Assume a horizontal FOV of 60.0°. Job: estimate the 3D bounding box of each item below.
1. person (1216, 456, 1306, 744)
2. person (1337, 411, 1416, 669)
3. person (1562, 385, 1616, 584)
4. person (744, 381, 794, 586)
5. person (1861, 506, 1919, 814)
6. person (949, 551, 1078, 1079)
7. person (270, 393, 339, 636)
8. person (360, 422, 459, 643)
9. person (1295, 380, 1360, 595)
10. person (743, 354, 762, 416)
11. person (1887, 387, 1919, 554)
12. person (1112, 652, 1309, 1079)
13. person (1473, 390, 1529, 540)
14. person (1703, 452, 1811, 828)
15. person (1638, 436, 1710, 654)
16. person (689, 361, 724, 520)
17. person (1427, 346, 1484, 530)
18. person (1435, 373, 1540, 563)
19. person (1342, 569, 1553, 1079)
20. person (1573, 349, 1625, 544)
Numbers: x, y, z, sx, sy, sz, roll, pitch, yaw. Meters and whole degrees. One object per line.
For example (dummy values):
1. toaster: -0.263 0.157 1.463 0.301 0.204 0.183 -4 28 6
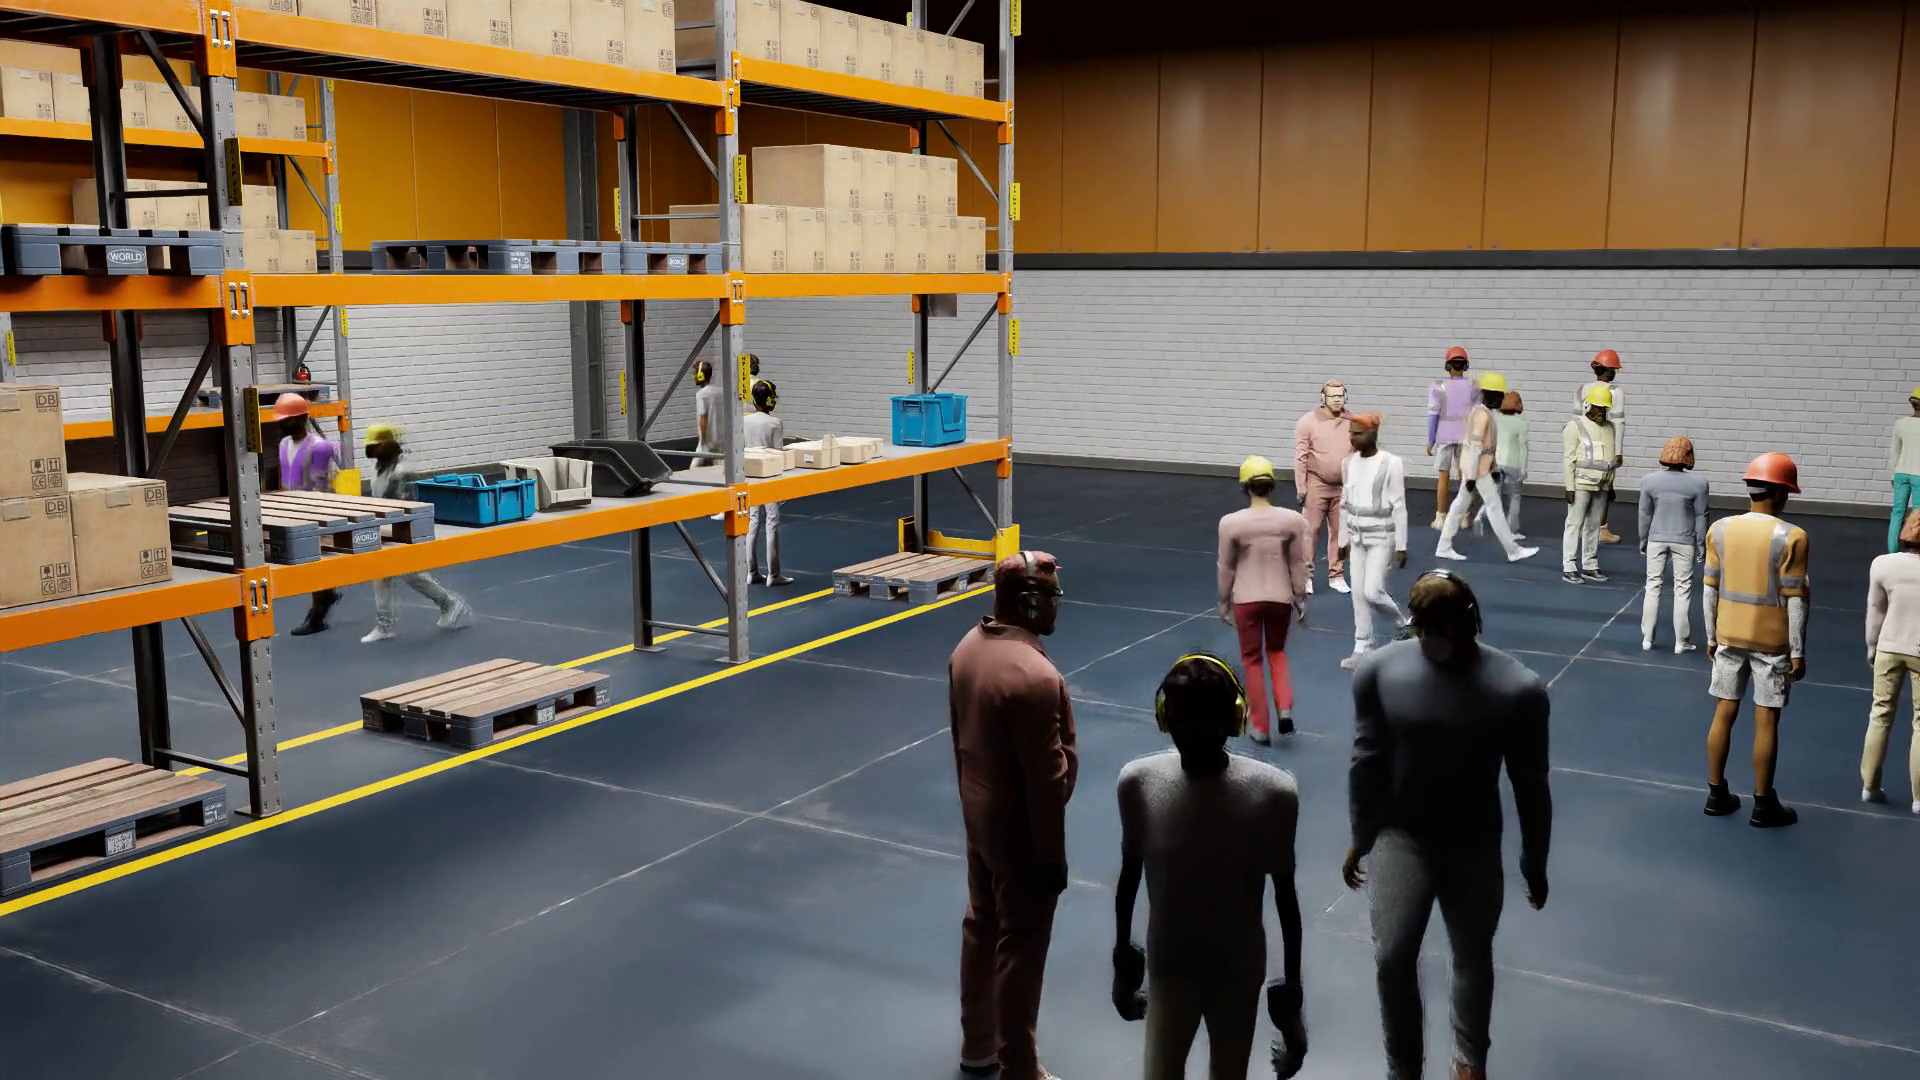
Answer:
1. person: 1.808 0.364 10.042 0.538 1.741 0.389 -1 9 -6
2. person: 2.992 0.006 11.941 0.519 1.869 0.621 -5 10 -28
3. person: 5.802 -0.511 15.290 0.589 1.822 0.403 -4 10 -25
4. person: -1.783 -0.512 15.156 0.535 1.868 0.309 5 11 30
5. person: 5.055 0.624 8.827 0.284 1.628 0.502 -7 12 -38
6. person: 0.212 0.978 5.744 0.402 1.904 0.652 -4 10 -24
7. person: -5.136 -0.203 13.092 0.540 1.917 0.502 5 10 27
8. person: -4.320 -0.081 12.958 0.497 1.714 0.738 7 11 37
9. person: 3.287 -0.467 14.751 0.643 1.910 0.399 -1 9 -8
10. person: -2.586 -1.386 20.685 0.430 1.847 0.619 -9 13 -44
11. person: 9.268 -0.617 16.123 0.325 1.769 0.524 -4 10 -22
12. person: 0.663 1.215 4.446 0.544 1.842 0.707 2 9 11
13. person: 5.757 -0.777 17.628 0.619 1.614 0.516 -7 12 -38
14. person: 4.116 0.510 8.590 0.375 1.927 0.543 -6 11 -35
15. person: 5.341 0.035 12.473 0.500 1.633 0.280 7 11 36
16. person: -2.986 -1.137 19.183 0.880 1.833 0.508 5 10 27
17. person: 5.469 -1.119 18.416 0.606 2.039 0.381 1 9 5
18. person: 5.181 -0.699 16.314 0.998 1.872 0.612 2 9 10
19. person: 1.585 1.029 5.473 0.680 1.893 0.798 4 10 21
20. person: 6.759 -0.986 17.566 0.397 2.043 0.610 -5 10 -29
